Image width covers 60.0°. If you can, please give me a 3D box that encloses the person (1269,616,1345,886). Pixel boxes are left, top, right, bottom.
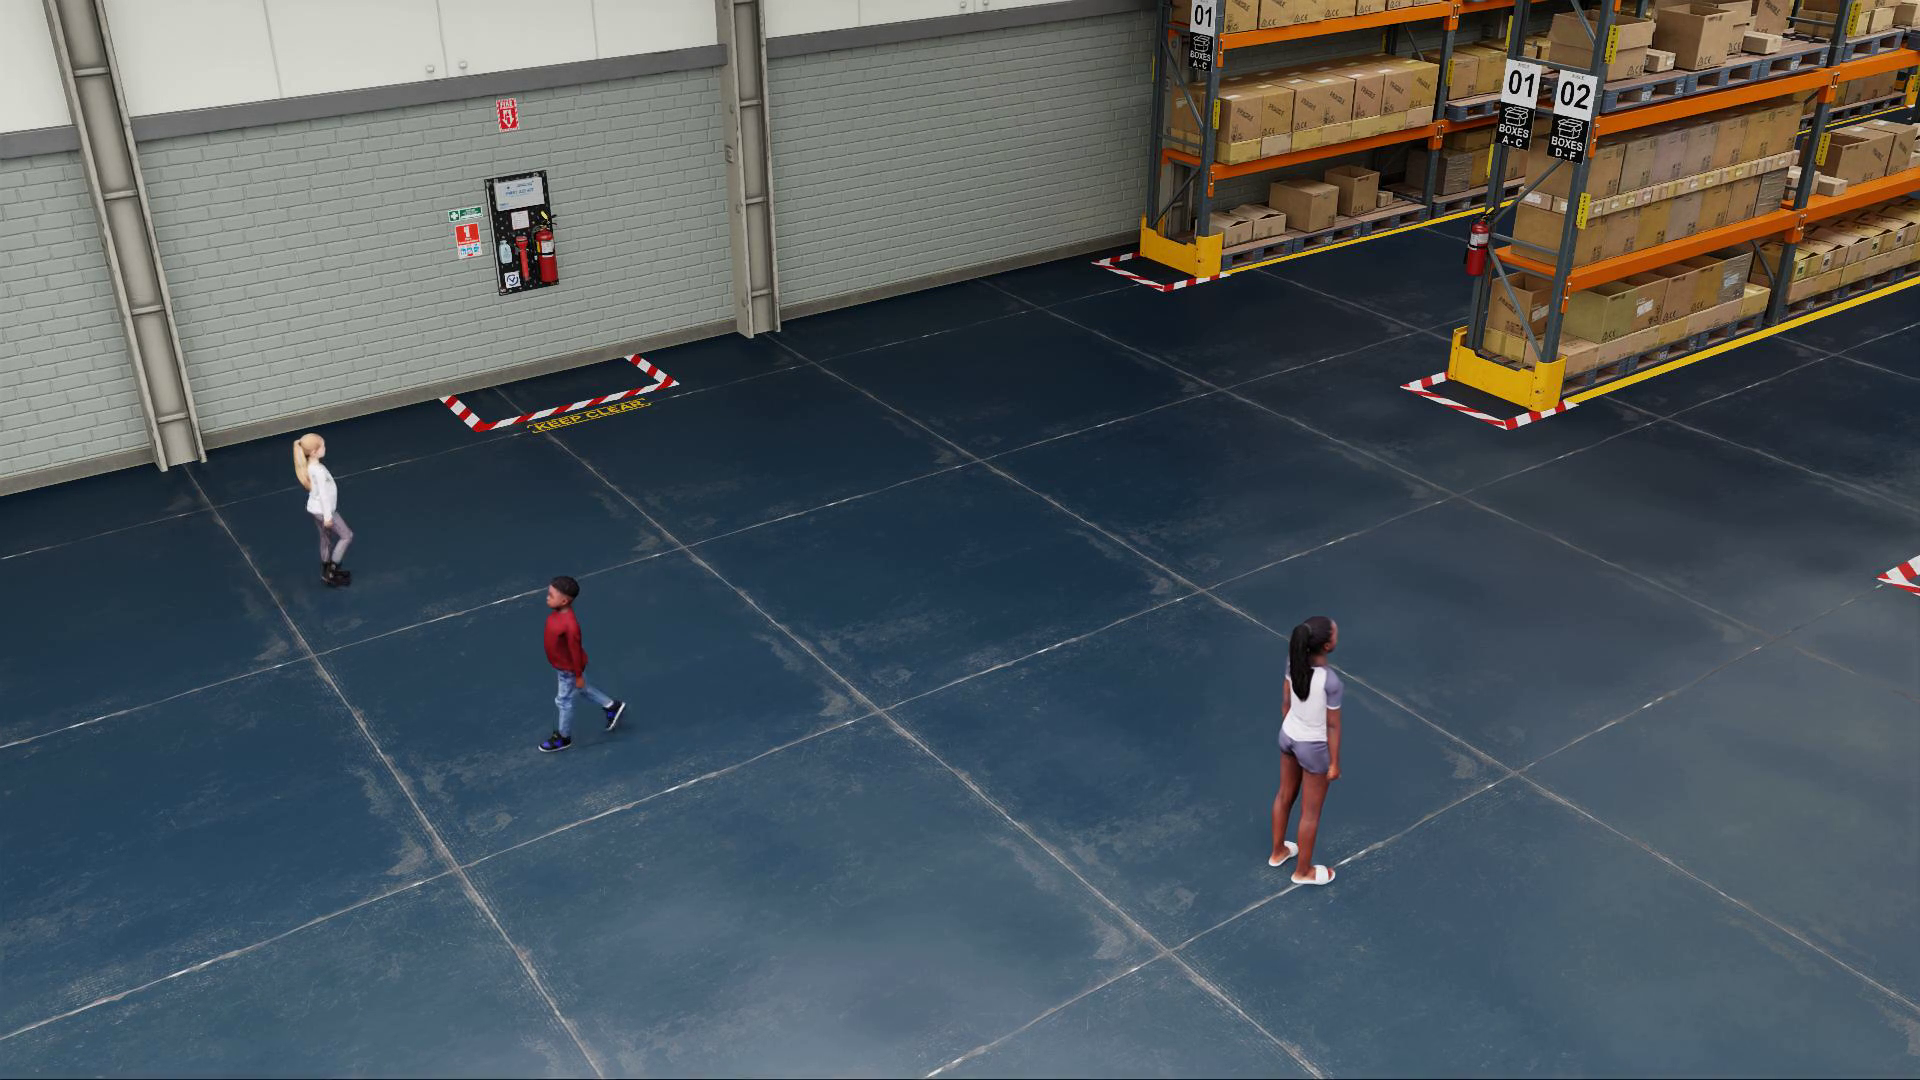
[{"bbox_3d":[1.998,1.196,9.592,0.583,1.721,0.629,-14,30,-25],"label":"person"}]

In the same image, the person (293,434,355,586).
[{"bbox_3d":[-4.965,-0.213,12.821,0.545,1.271,0.521,-23,35,-37],"label":"person"}]

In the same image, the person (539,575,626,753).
[{"bbox_3d":[-2.502,0.788,10.910,0.867,1.241,0.606,-12,29,-21],"label":"person"}]
